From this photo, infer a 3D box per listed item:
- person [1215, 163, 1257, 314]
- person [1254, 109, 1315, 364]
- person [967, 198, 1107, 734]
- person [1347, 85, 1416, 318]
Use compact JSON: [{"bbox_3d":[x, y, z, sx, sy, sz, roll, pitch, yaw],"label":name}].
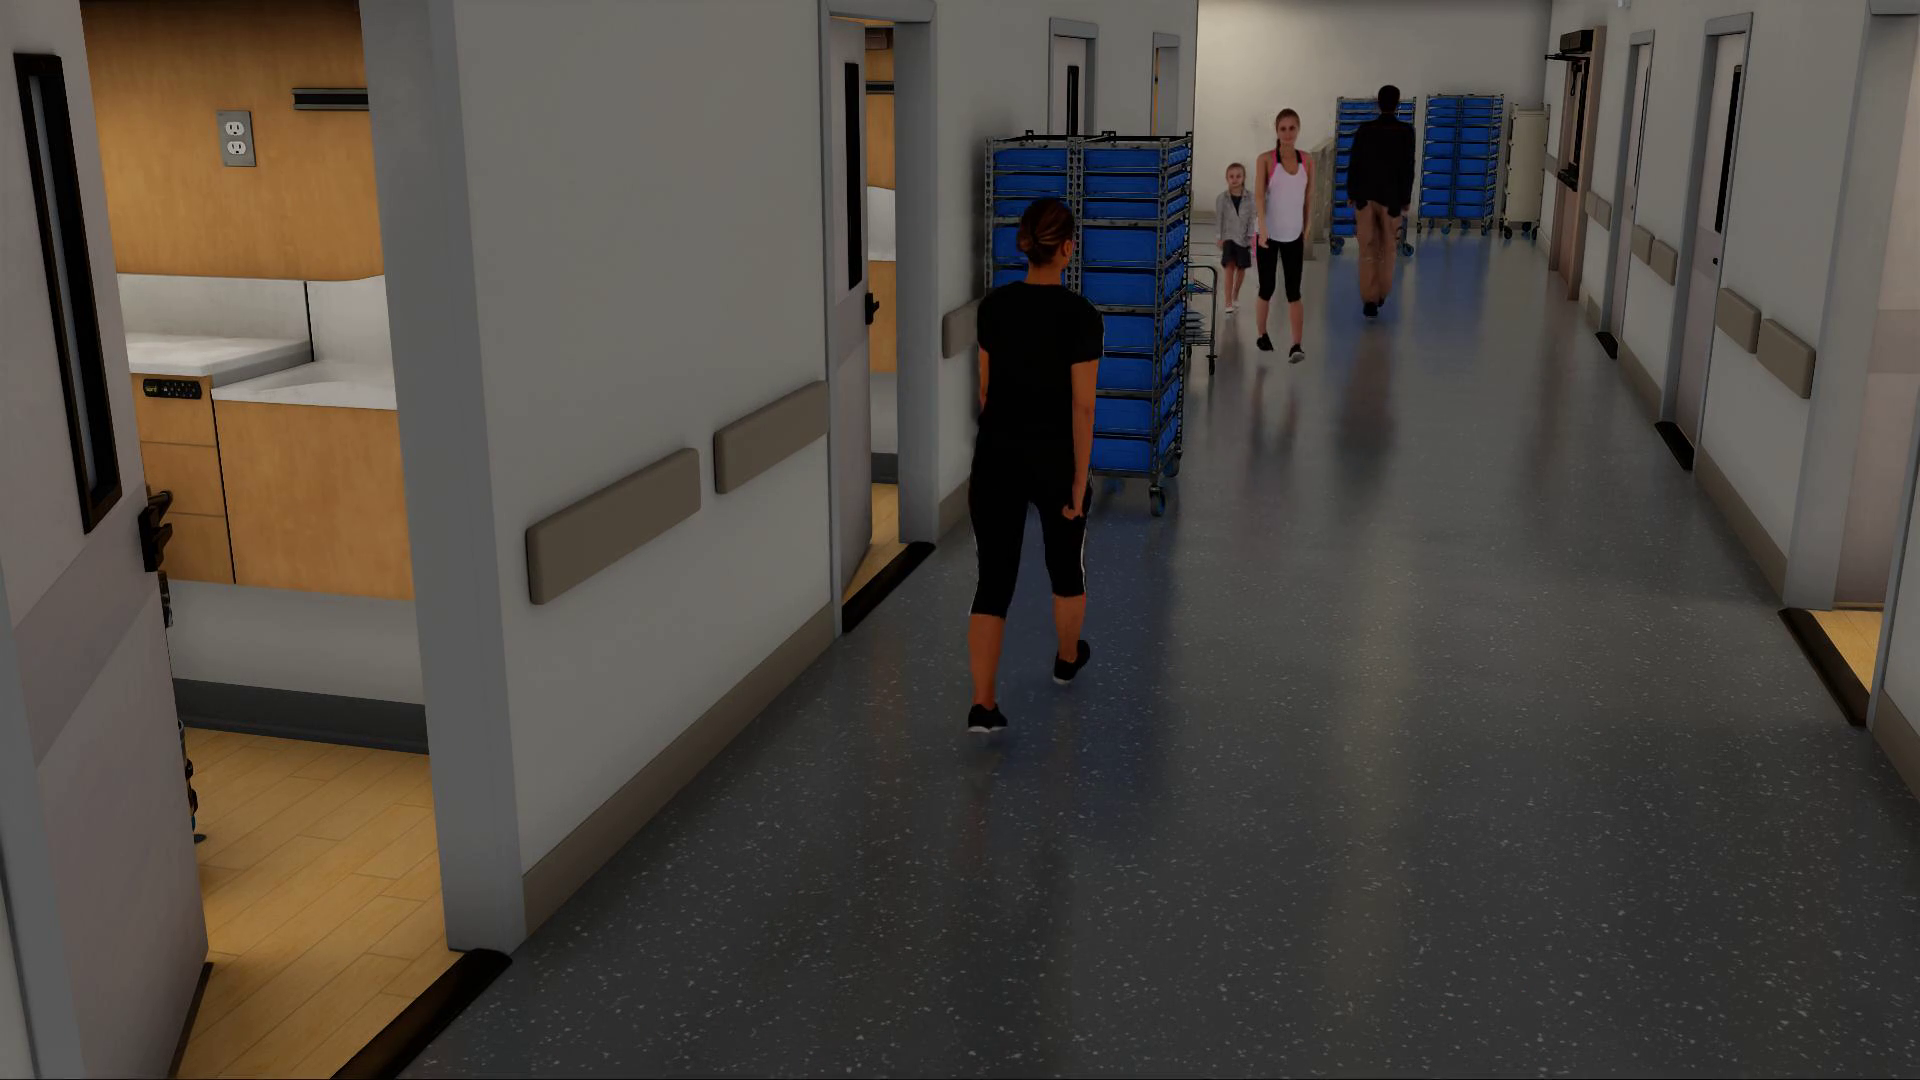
[{"bbox_3d":[2.386,-2.595,14.357,0.618,1.248,0.940,1,16,3],"label":"person"},{"bbox_3d":[2.240,-2.122,11.810,0.852,1.727,1.210,-1,16,-5],"label":"person"},{"bbox_3d":[0.182,-0.183,5.119,0.609,1.625,1.138,5,17,18],"label":"person"},{"bbox_3d":[3.479,-2.775,13.861,0.725,1.870,1.204,3,16,12],"label":"person"}]
